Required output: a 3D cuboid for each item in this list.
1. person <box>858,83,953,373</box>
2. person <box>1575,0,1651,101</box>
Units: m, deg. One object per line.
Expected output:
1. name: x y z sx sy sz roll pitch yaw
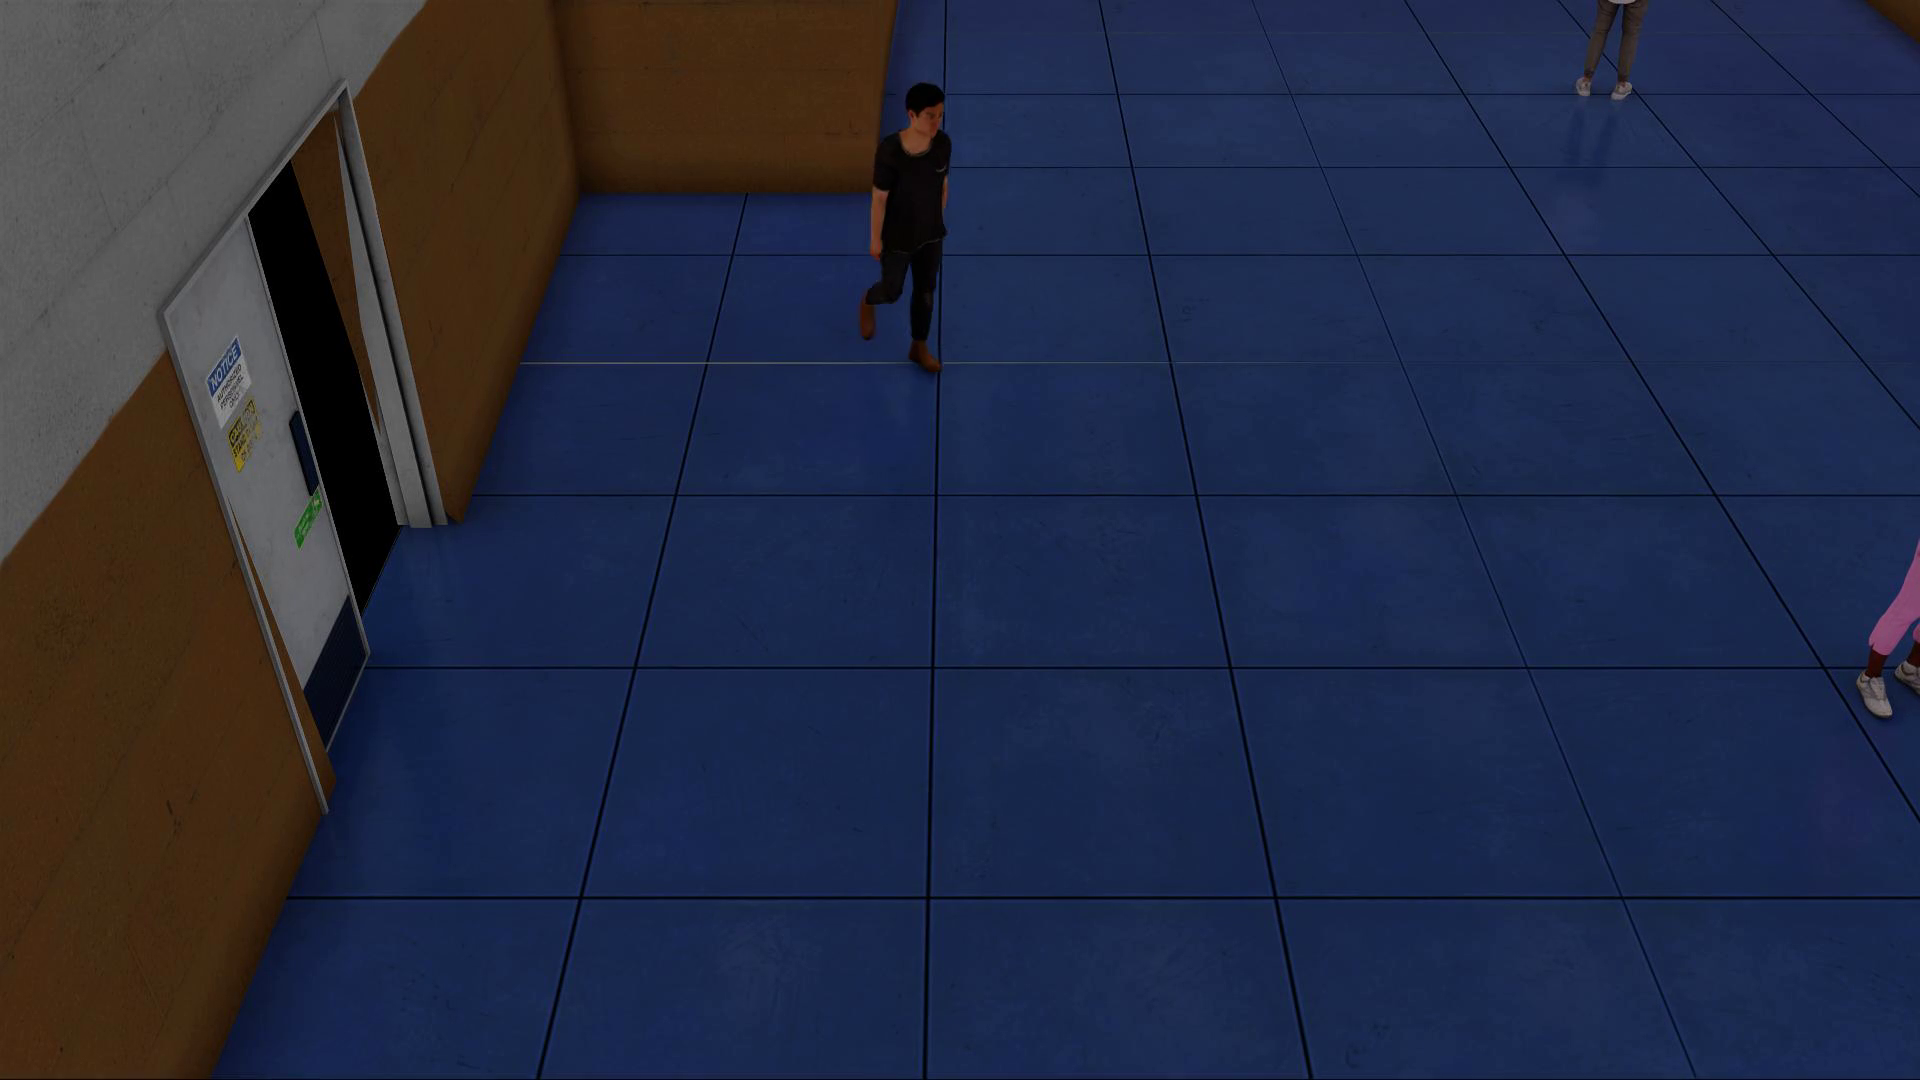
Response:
1. person: -0.315 -1.755 9.144 0.965 1.687 0.966 -18 41 -23
2. person: 4.923 -4.169 12.232 0.647 1.841 0.802 14 39 18
